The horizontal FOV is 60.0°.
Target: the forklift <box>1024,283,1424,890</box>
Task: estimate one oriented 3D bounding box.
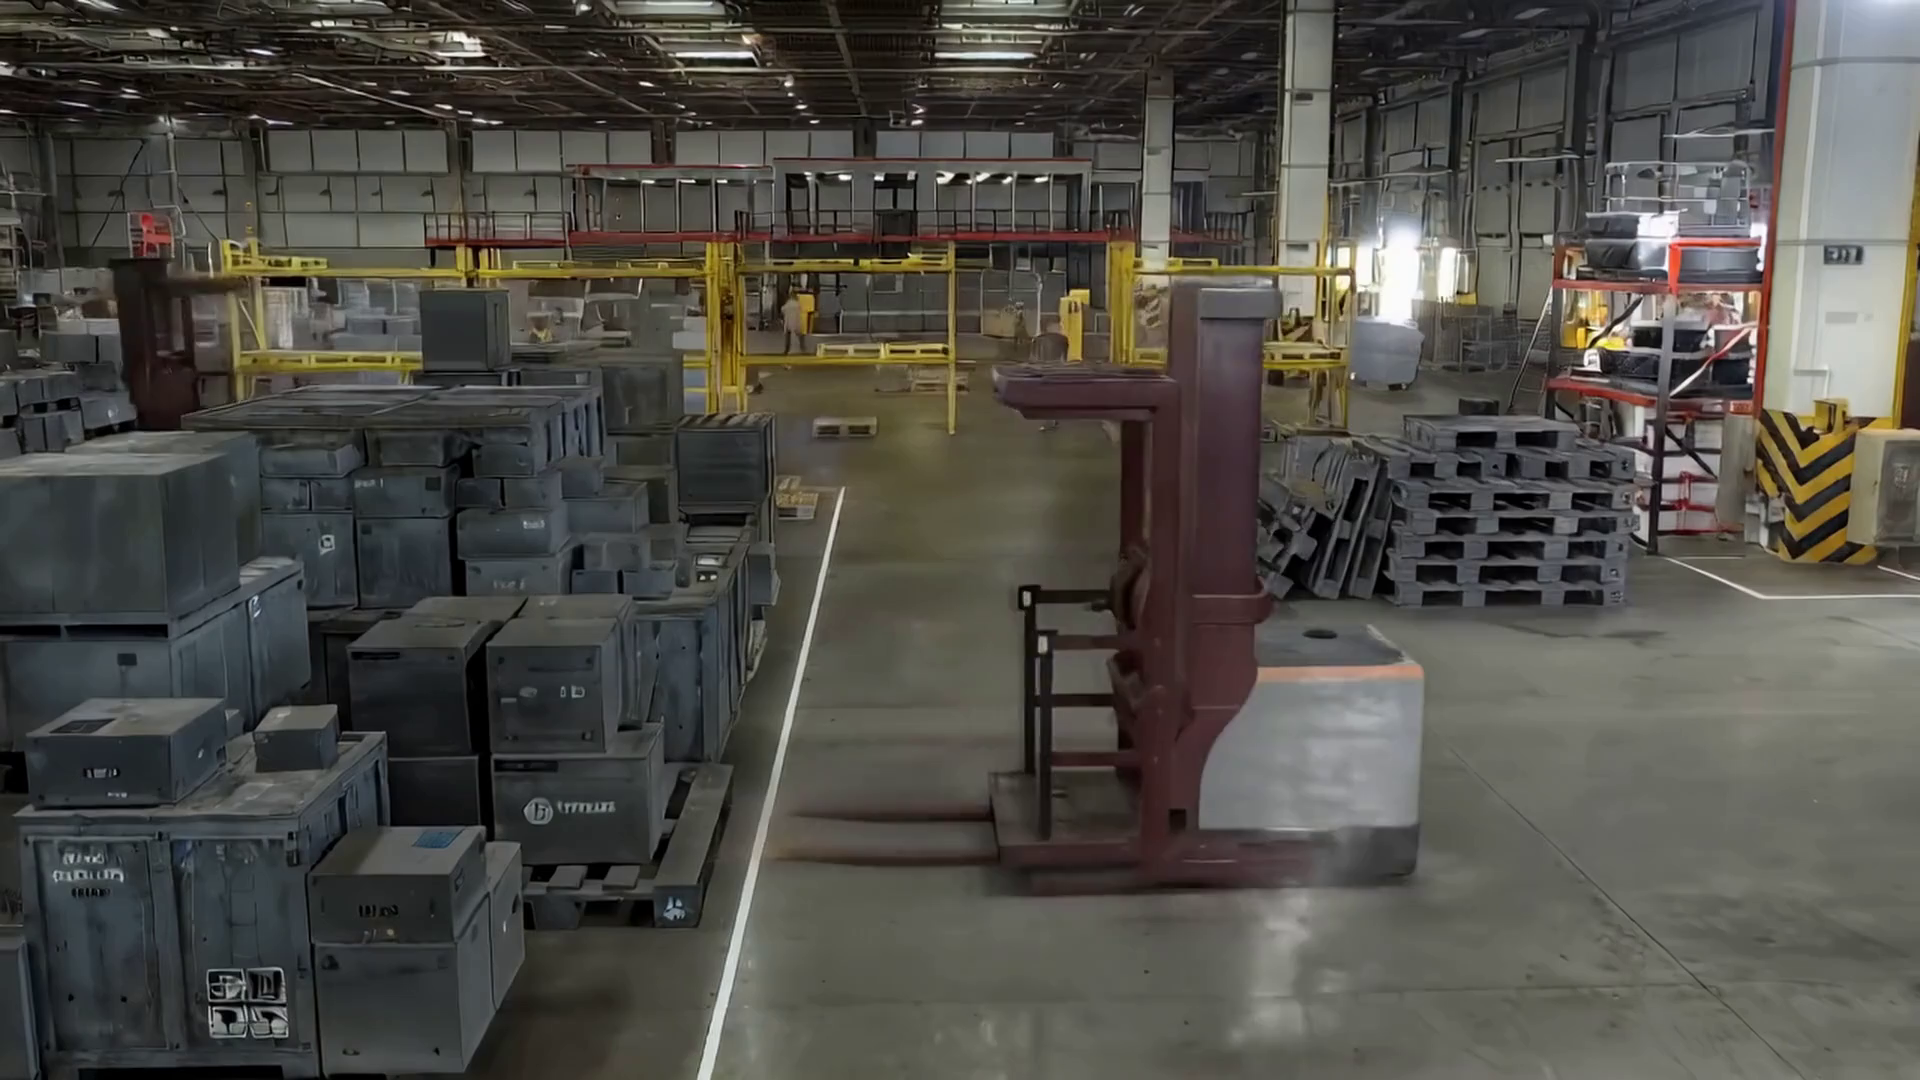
[{"bbox_3d":[1.220,0.166,8.053,1.873,2.768,1.129,0,10,-2],"label":"forklift"}]

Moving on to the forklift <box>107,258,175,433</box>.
[{"bbox_3d":[-10.312,-2.180,21.124,1.873,2.768,1.129,0,10,-2],"label":"forklift"}]

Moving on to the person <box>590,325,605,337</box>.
[{"bbox_3d":[-4.887,-1.938,22.497,0.591,1.909,0.409,1,10,5],"label":"person"}]

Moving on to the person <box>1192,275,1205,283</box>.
[{"bbox_3d":[10.212,-10.748,71.366,0.626,1.982,0.413,5,11,24],"label":"person"}]

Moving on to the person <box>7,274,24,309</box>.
[{"bbox_3d":[-38.861,-10.242,68.431,0.624,2.023,0.640,-4,11,-20],"label":"person"}]

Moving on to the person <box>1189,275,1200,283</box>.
[{"bbox_3d":[8.853,-9.196,63.235,0.925,1.802,0.620,9,14,42],"label":"person"}]

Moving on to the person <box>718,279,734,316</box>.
[{"bbox_3d":[-6.954,-6.734,49.159,0.573,1.925,0.496,-6,12,-29],"label":"person"}]

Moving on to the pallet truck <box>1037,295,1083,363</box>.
[{"bbox_3d":[2.483,-3.881,33.060,1.885,1.965,0.823,-7,13,-36],"label":"pallet truck"}]

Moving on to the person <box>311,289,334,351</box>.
[{"bbox_3d":[-15.165,-5.014,39.588,0.547,1.922,0.473,0,10,0],"label":"person"}]

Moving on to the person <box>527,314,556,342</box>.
[{"bbox_3d":[-7.174,-2.972,28.556,0.537,1.791,0.974,-6,12,-29],"label":"person"}]

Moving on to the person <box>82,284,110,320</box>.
[{"bbox_3d":[-21.448,-5.356,41.333,0.607,1.987,0.413,-6,12,-29],"label":"person"}]

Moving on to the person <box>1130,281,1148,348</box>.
[{"bbox_3d":[4.948,-6.341,46.987,0.881,1.909,0.642,9,13,40],"label":"person"}]

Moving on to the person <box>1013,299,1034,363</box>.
[{"bbox_3d":[1.483,-4.715,38.485,0.624,1.728,0.492,1,10,8],"label":"person"}]

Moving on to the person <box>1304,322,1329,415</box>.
[{"bbox_3d":[6.267,-3.001,29.087,0.527,1.662,0.844,-6,12,-31],"label":"person"}]

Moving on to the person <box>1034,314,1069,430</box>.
[{"bbox_3d":[1.475,-2.725,26.999,0.597,1.873,1.021,2,10,11],"label":"person"}]

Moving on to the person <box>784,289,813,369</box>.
[{"bbox_3d":[-3.910,-5.083,40.028,0.652,1.888,0.994,7,12,33],"label":"person"}]

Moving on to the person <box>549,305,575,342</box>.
[{"bbox_3d":[-7.424,-3.433,30.962,0.576,1.852,0.472,2,10,12],"label":"person"}]

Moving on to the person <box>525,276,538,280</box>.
[{"bbox_3d":[-18.022,-10.468,70.103,0.614,1.868,0.452,-7,12,-33],"label":"person"}]

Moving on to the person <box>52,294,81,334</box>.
[{"bbox_3d":[-17.958,-3.948,33.312,0.693,2.000,1.051,4,11,21],"label":"person"}]
